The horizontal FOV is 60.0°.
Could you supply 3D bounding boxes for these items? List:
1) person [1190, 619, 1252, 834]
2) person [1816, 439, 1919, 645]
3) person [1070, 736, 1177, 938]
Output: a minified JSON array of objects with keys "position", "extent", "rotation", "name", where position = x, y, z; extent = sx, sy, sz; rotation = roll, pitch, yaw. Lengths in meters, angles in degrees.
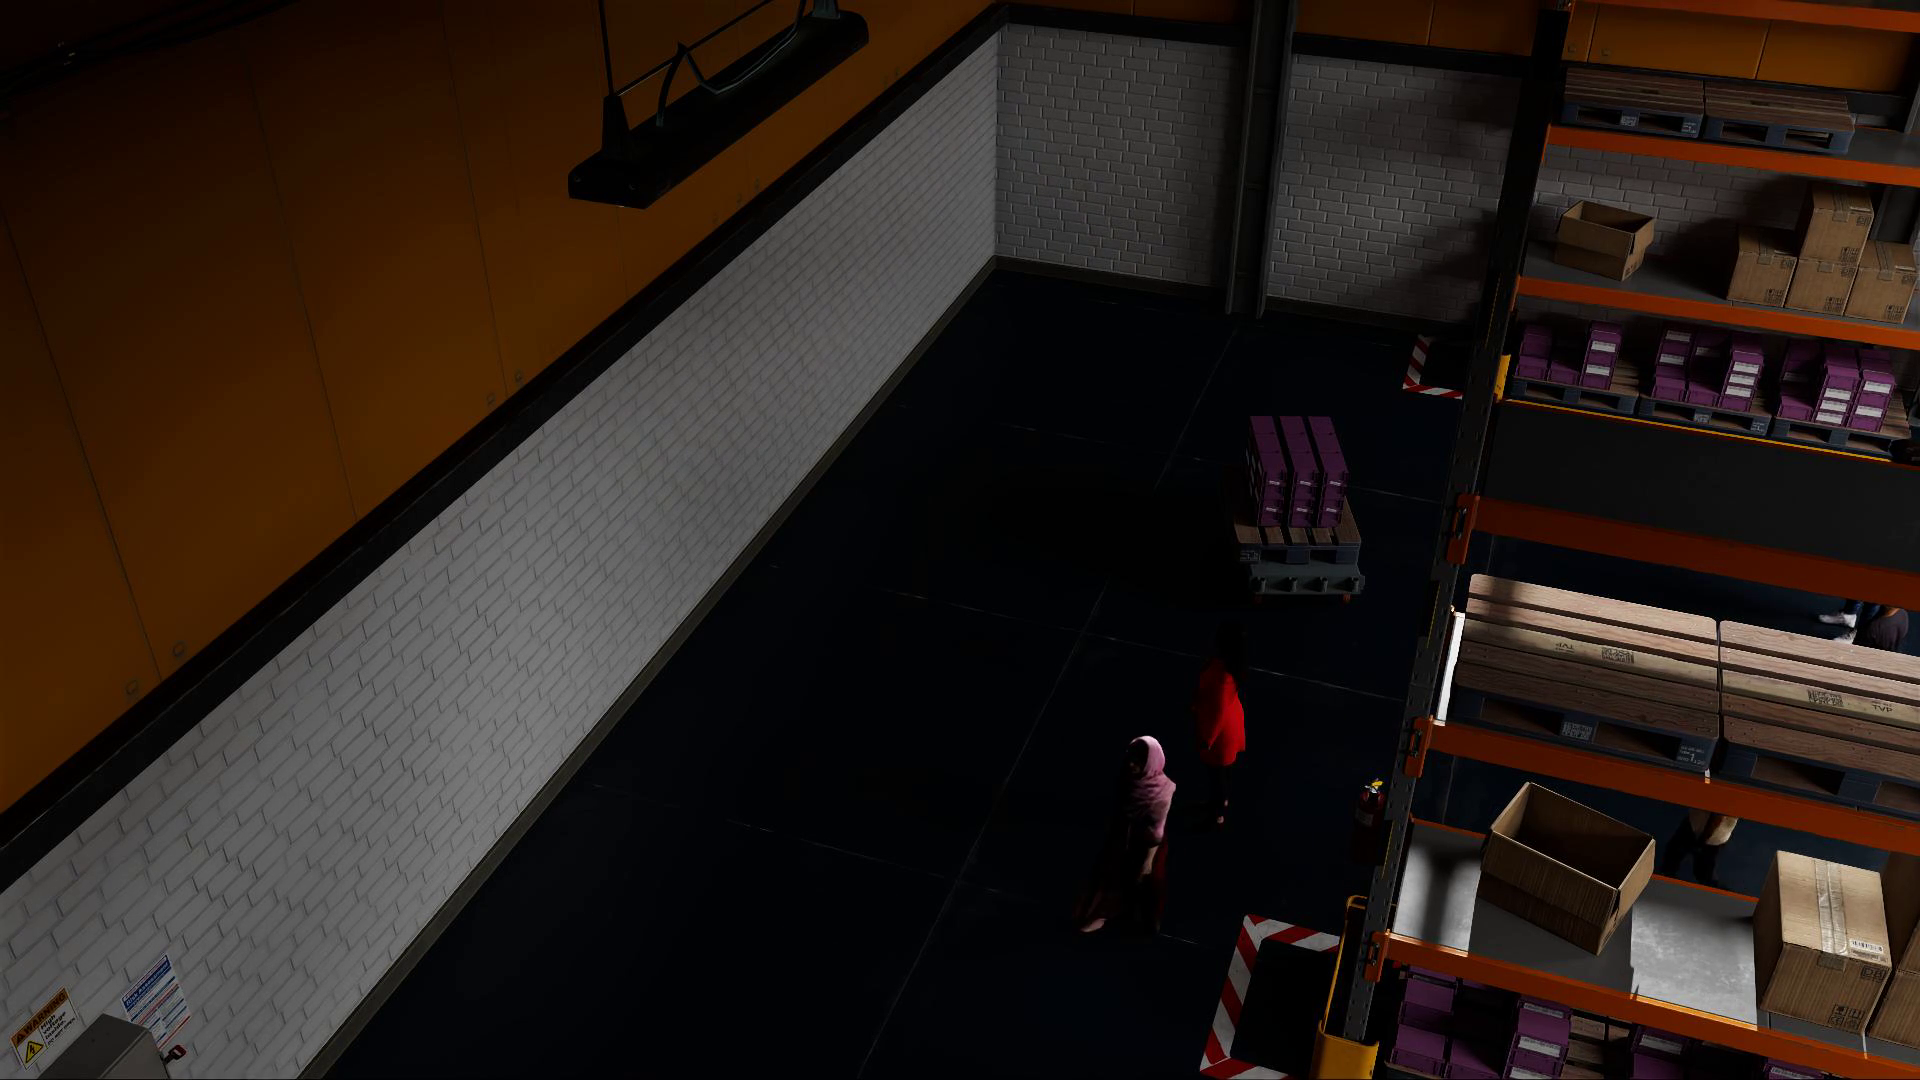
[{"position":[1.749,1.244,11.130],"extent":[0.605,1.747,0.611],"rotation":[13,36,18],"name":"person"},{"position":[7.145,0.015,12.923],"extent":[0.655,1.809,0.733],"rotation":[2,34,4],"name":"person"},{"position":[1.164,1.826,10.358],"extent":[1.041,1.632,1.011],"rotation":[-18,38,-25],"name":"person"}]
